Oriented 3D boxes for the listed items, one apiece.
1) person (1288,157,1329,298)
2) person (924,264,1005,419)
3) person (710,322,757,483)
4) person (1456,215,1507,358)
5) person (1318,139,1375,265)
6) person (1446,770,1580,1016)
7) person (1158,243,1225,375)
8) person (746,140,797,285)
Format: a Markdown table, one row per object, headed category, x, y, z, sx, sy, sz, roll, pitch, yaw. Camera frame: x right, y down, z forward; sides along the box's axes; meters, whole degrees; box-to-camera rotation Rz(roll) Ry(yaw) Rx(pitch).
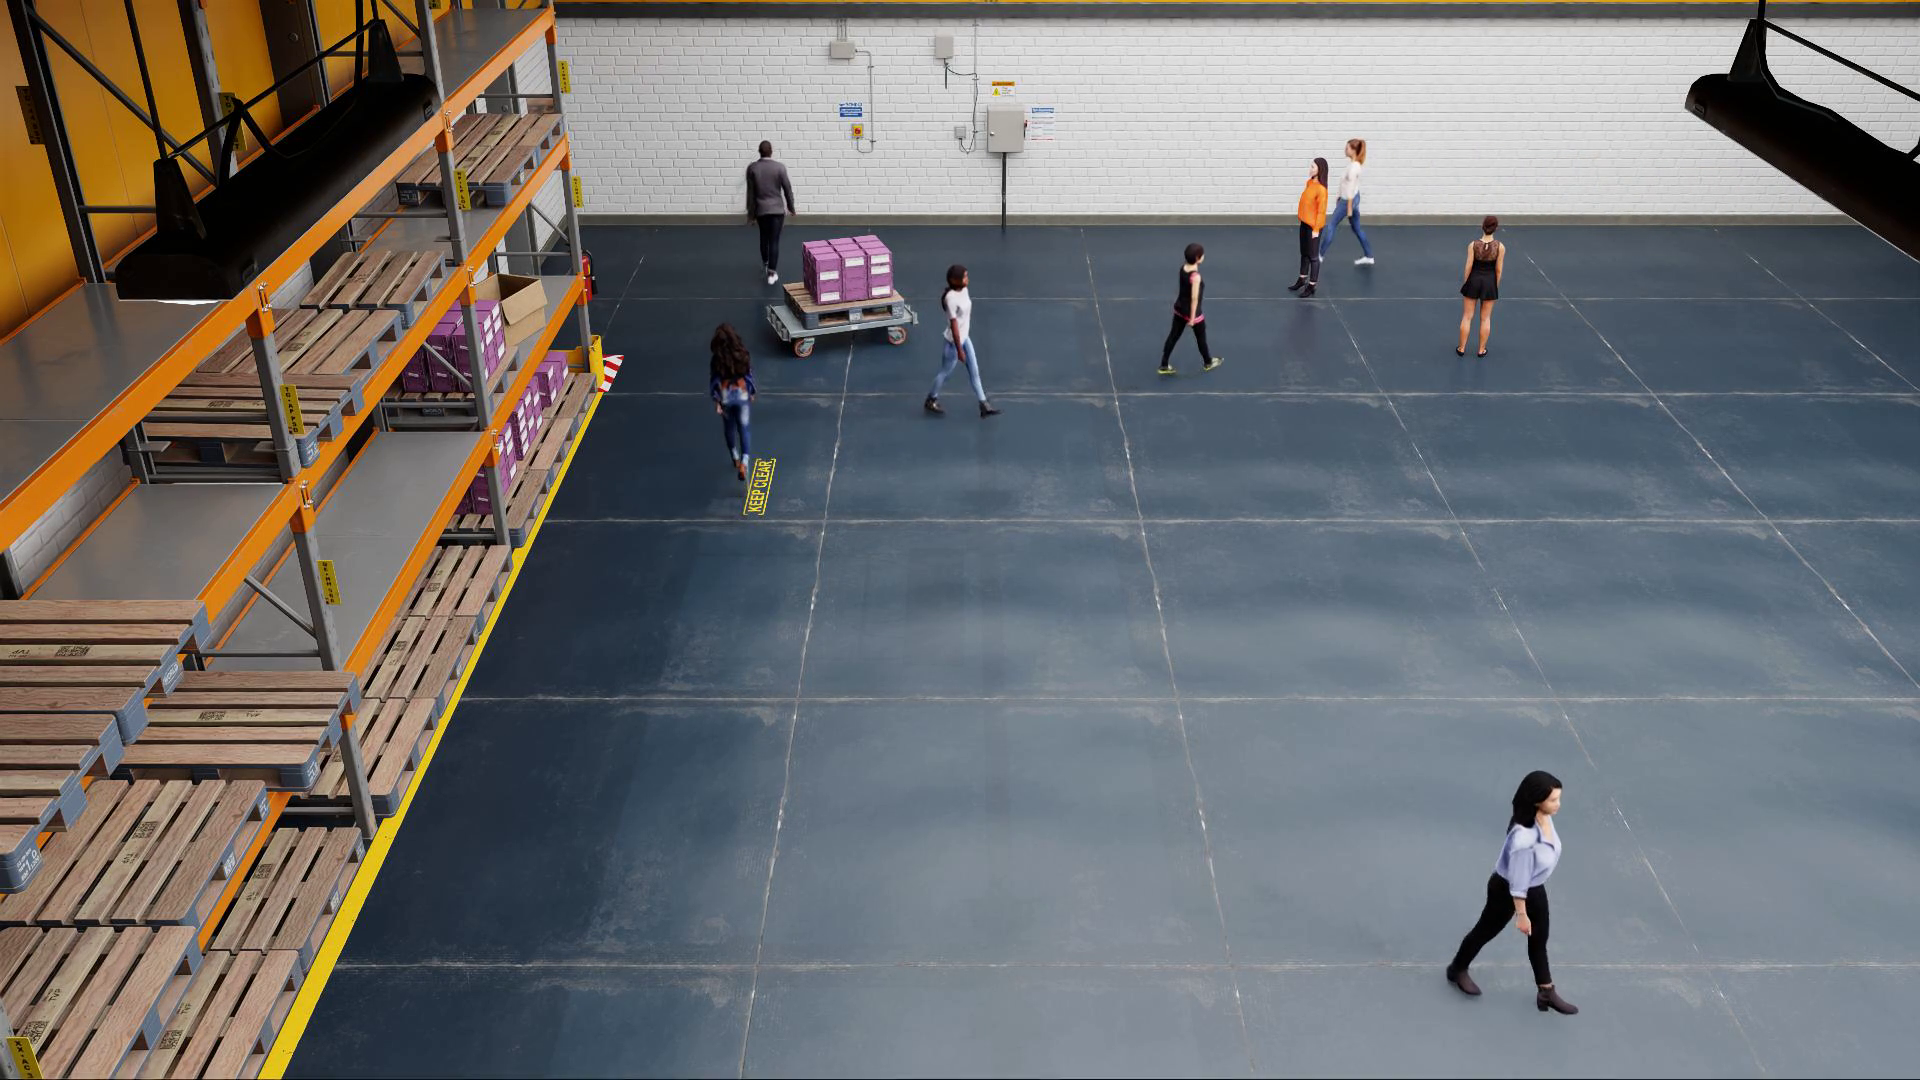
| category | x | y | z | sx | sy | sz | roll | pitch | yaw |
| --- | --- | --- | --- | --- | --- | --- | --- | --- | --- |
| person | 4.406 | -3.928 | 20.813 | 0.732 | 1.749 | 0.575 | -7 | 29 | -13 |
| person | -0.107 | -2.061 | 17.469 | 0.987 | 1.673 | 1.150 | 12 | 31 | 21 |
| person | -2.188 | -1.320 | 16.197 | 0.706 | 1.591 | 1.045 | -4 | 29 | -8 |
| person | 5.957 | -2.910 | 19.023 | 0.639 | 1.675 | 0.636 | 8 | 30 | 14 |
| person | 5.161 | -4.358 | 21.679 | 0.987 | 1.674 | 1.154 | 12 | 31 | 21 |
| person | 3.205 | 2.062 | 9.872 | 1.085 | 1.710 | 1.074 | 20 | 34 | 32 |
| person | 2.472 | -2.538 | 18.509 | 0.914 | 1.515 | 1.027 | -13 | 31 | -23 |
| person | -2.436 | -4.126 | 21.135 | 0.790 | 1.788 | 0.983 | 4 | 29 | 7 |
